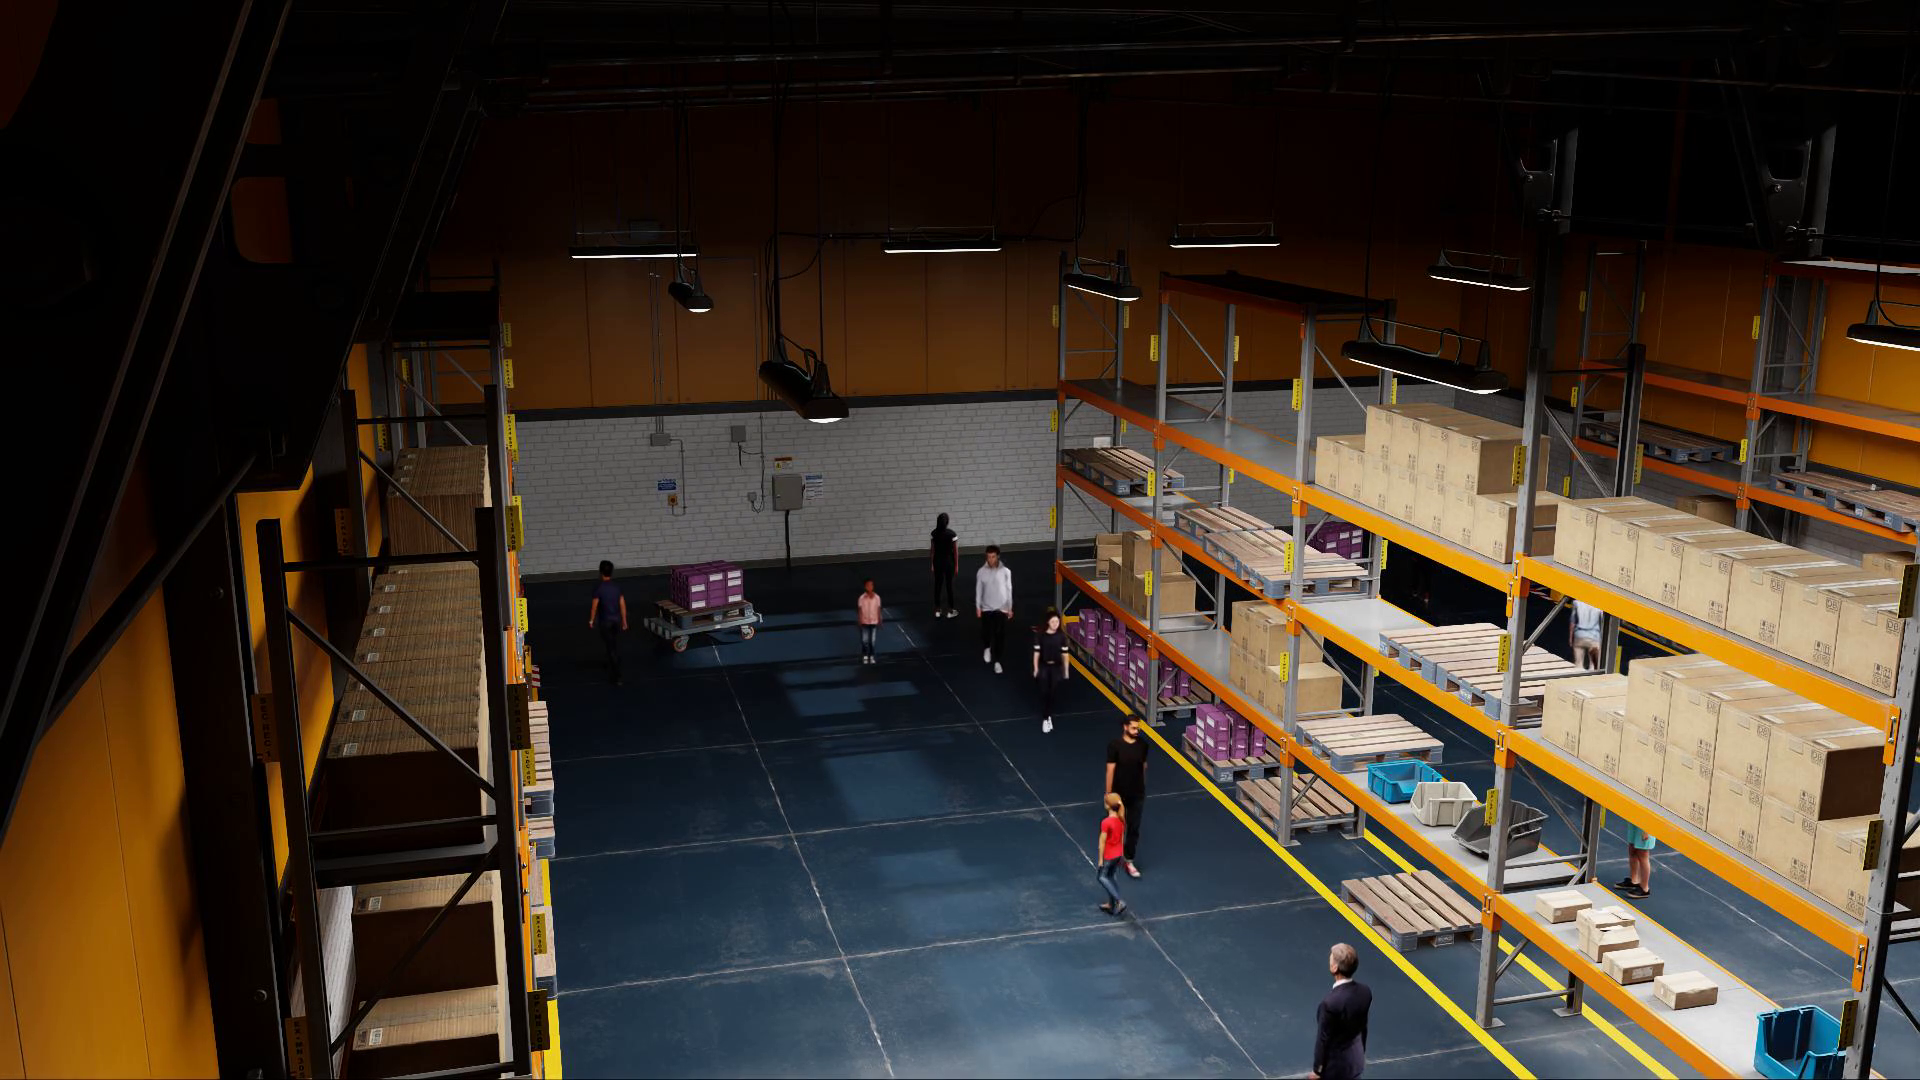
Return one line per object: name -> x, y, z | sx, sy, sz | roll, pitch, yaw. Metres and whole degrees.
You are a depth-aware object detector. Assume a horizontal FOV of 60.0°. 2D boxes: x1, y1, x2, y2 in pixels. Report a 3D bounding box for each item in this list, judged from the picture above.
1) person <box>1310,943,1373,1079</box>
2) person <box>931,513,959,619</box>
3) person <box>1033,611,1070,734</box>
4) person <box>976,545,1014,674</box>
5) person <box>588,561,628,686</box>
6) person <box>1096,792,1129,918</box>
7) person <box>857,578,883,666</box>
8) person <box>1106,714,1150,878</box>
person -> 2.851, 3.892, 12.489 | 0.757, 1.814, 0.735 | -10, 17, -37
person -> -0.258, 0.398, 27.099 | 0.700, 1.729, 0.716 | 4, 14, 17
person -> 1.181, 1.694, 21.964 | 0.660, 1.627, 0.732 | -1, 14, -6
person -> 0.499, 0.972, 24.336 | 0.808, 1.915, 0.934 | -1, 14, -3
person -> -4.952, 1.205, 23.703 | 0.928, 1.760, 1.087 | -13, 19, -43
person -> 1.561, 3.169, 16.585 | 0.646, 1.293, 0.743 | -12, 18, -41
person -> -1.354, 1.188, 24.746 | 0.517, 1.302, 0.482 | -3, 14, -12
person -> 1.746, 2.669, 17.720 | 0.626, 1.730, 1.013 | -4, 14, -14
